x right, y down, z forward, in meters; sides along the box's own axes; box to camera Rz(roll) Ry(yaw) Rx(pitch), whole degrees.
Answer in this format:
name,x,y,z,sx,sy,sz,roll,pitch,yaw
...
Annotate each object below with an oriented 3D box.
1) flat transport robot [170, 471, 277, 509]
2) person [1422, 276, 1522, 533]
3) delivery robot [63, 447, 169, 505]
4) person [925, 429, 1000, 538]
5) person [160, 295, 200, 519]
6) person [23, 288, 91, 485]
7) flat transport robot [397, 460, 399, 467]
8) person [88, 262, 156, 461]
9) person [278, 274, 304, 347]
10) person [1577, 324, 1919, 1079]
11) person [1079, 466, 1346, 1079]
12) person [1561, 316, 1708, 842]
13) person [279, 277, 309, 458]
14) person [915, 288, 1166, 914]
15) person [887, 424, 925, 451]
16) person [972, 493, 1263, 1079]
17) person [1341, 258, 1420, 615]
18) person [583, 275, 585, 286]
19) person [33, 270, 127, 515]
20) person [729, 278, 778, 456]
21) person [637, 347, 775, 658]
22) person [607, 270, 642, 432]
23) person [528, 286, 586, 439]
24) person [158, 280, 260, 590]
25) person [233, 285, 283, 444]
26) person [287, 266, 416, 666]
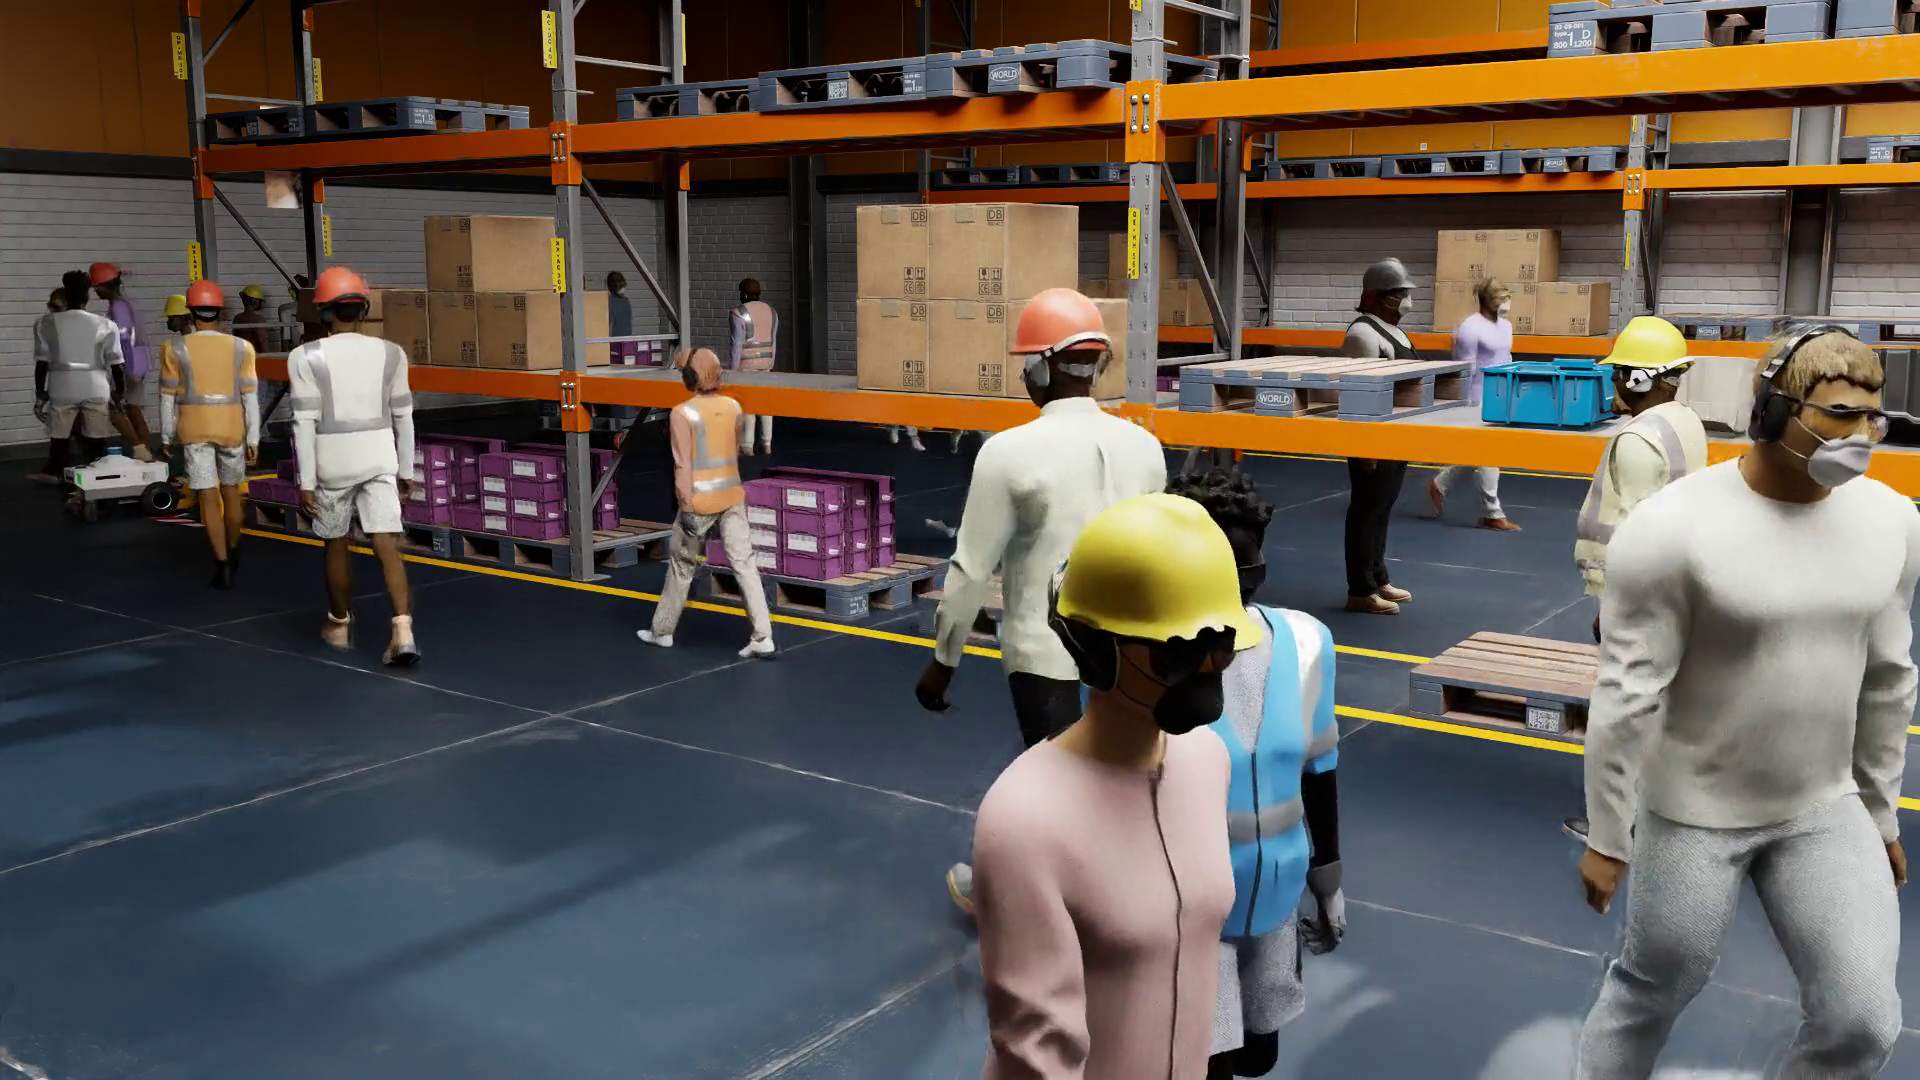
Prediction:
name,x,y,z,sx,sy,sz,roll,pitch,yaw
flat transport robot,-5.948,-0.446,13.953,1.431,0.197,0.652,-6,11,-33
person,3.913,-1.036,12.614,0.638,1.915,0.845,-9,13,-43
delivery robot,-6.641,-0.491,13.098,0.477,0.478,0.707,9,13,44
person,0.070,-0.749,11.793,0.818,1.589,0.526,4,10,24
person,-6.064,-1.046,13.116,0.344,1.759,0.533,-4,10,-22
person,-7.989,-1.342,14.797,0.725,1.784,0.579,-4,10,-22
flat transport robot,-4.867,-0.609,14.927,1.431,0.197,0.652,-9,13,-44
person,-7.835,-1.581,15.553,0.513,2.008,0.643,-3,10,-17
person,-7.397,-2.047,18.741,0.520,1.871,0.326,-7,12,-35
person,1.529,0.550,3.178,0.673,1.899,0.743,-1,10,-8
person,0.437,0.662,3.208,0.544,1.669,0.721,-4,10,-24
person,2.345,0.147,5.781,0.403,1.833,0.591,7,12,36
person,-6.347,-1.621,16.201,0.317,1.870,0.523,9,13,42
person,0.221,0.298,4.536,0.623,1.937,0.999,-8,12,-39
person,-0.596,-1.849,18.010,0.491,1.716,0.798,-6,11,-34
person,0.249,0.814,2.106,0.800,1.738,0.541,9,13,44
person,2.480,-0.604,9.639,0.537,2.000,0.683,5,11,26
person,-4.778,-2.422,20.934,0.337,1.879,0.584,6,11,32
person,-6.941,-1.146,13.114,0.668,1.952,0.479,-5,11,-29
person,-2.179,-1.796,17.327,0.429,1.844,0.627,7,12,38
person,-1.285,-0.189,8.504,0.881,1.587,0.524,7,12,37
person,-3.986,-2.189,19.464,0.456,1.910,0.661,2,10,11
person,-4.559,-2.029,18.844,0.744,1.805,0.402,-4,10,-24
person,-4.730,-0.668,10.462,0.551,1.894,0.935,-7,12,-36
person,-7.811,-1.939,18.435,0.524,1.759,0.328,6,11,30
person,-3.021,-0.367,8.366,0.628,2.005,1.041,-7,12,-37
